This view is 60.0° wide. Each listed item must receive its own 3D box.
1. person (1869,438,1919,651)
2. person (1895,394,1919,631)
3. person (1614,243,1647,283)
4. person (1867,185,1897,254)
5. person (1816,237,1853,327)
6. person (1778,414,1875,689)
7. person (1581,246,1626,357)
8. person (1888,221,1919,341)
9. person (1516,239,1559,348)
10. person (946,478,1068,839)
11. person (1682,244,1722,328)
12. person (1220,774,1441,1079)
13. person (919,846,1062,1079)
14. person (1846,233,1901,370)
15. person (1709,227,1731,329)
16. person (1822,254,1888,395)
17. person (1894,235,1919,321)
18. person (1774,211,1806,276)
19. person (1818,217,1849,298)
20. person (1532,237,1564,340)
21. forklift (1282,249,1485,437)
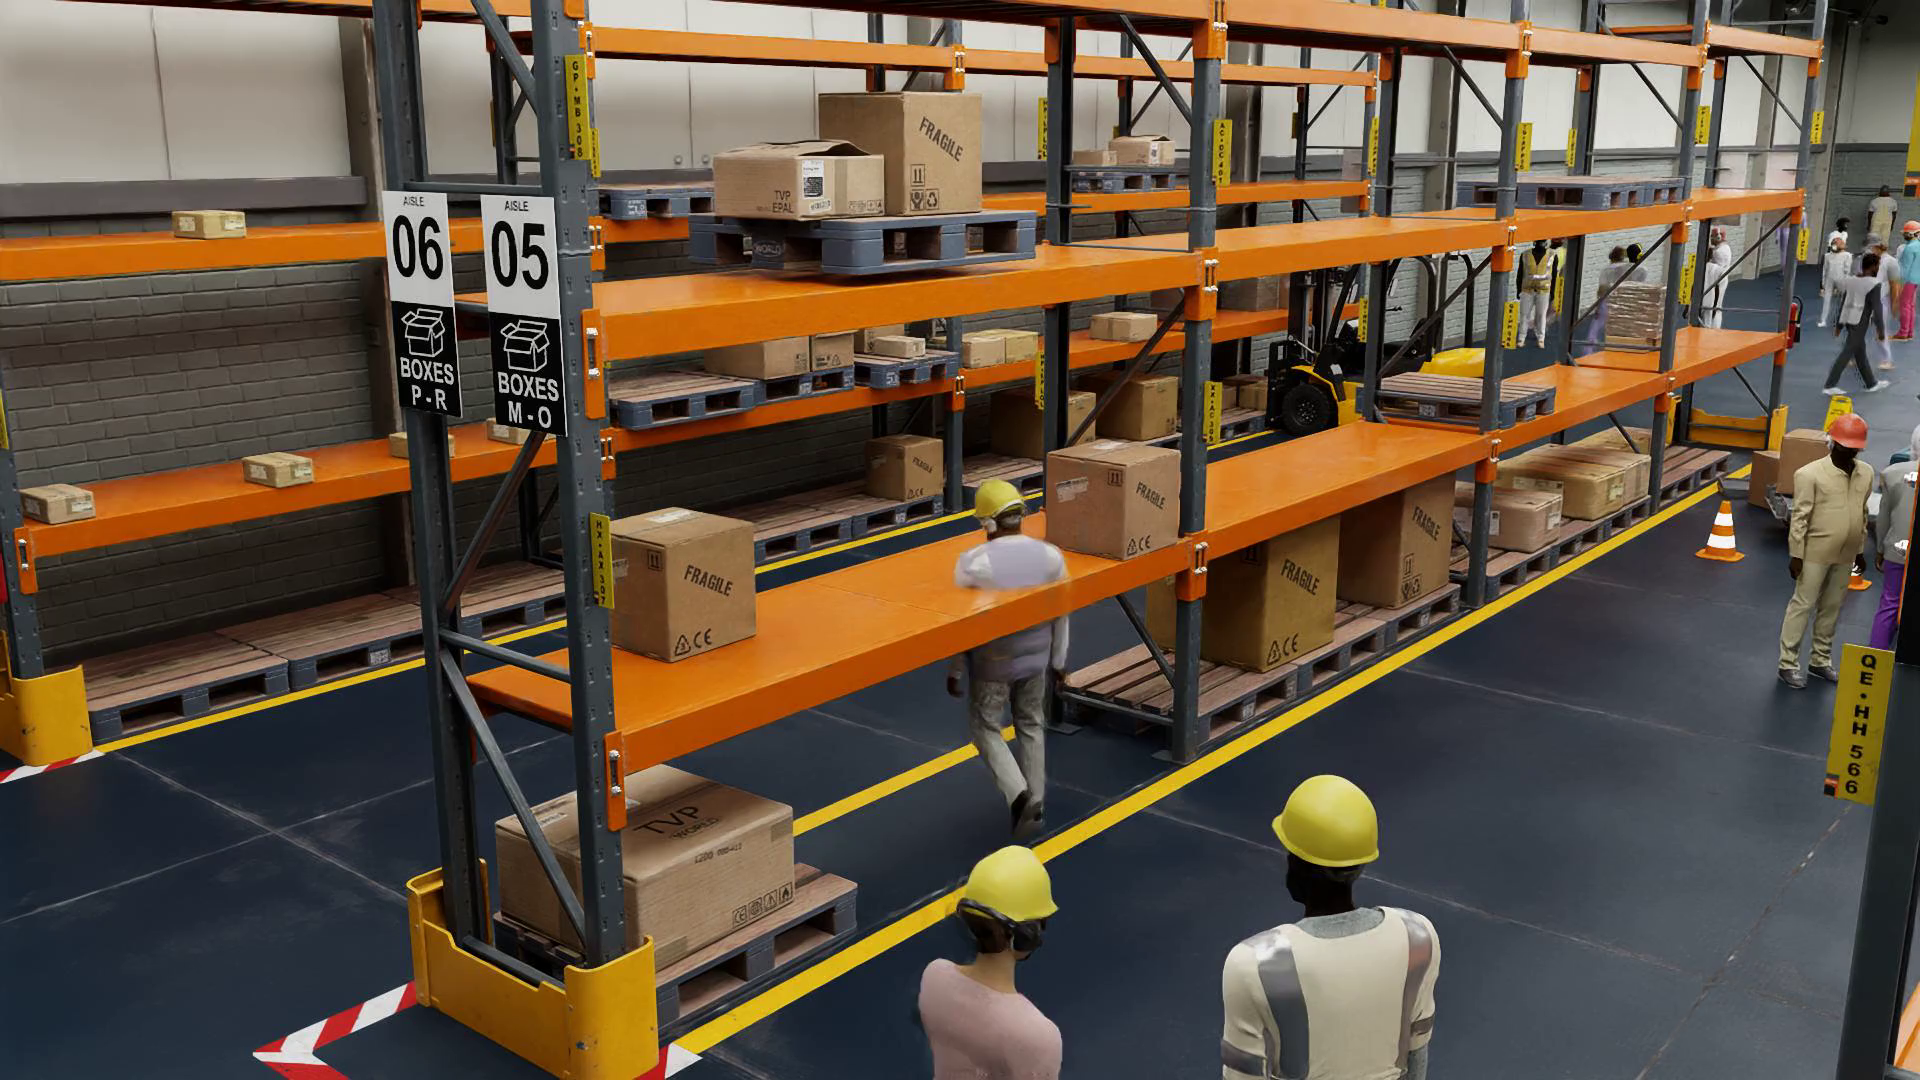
[{"bbox_3d":[5.987,0.082,10.349,0.340,1.746,0.569,-11,18,-39],"label":"person"},{"bbox_3d":[6.714,-0.236,11.594,0.317,1.769,0.522,6,15,24],"label":"person"},{"bbox_3d":[9.687,-3.354,24.074,0.330,1.874,0.518,-13,19,-43],"label":"person"},{"bbox_3d":[24.868,-8.562,44.928,0.683,2.000,0.538,5,15,21],"label":"person"},{"bbox_3d":[15.752,-4.644,29.899,0.504,1.590,0.836,12,18,41],"label":"person"},{"bbox_3d":[5.447,0.068,10.397,0.573,1.743,0.344,-4,14,-15],"label":"person"},{"bbox_3d":[9.519,-3.405,24.461,0.618,1.811,0.394,-4,14,-16],"label":"person"},{"bbox_3d":[15.817,-4.319,27.780,0.405,1.987,0.608,12,18,40],"label":"person"},{"bbox_3d":[9.306,-4.032,26.888,0.633,1.846,0.429,5,15,21],"label":"person"},{"bbox_3d":[0.259,0.602,8.117,0.643,1.798,0.586,-6,15,-24],"label":"person"},{"bbox_3d":[10.822,-3.398,24.308,0.507,1.846,0.345,-2,14,-6],"label":"person"},{"bbox_3d":[0.890,1.505,4.170,0.588,1.930,0.364,-5,15,-21],"label":"person"},{"bbox_3d":[0.076,1.613,4.132,0.448,1.738,0.528,-12,18,-40],"label":"person"},{"bbox_3d":[13.405,-3.536,24.466,0.557,2.000,0.792,-10,17,-35],"label":"person"},{"bbox_3d":[12.455,-4.194,27.447,0.397,1.899,0.661,7,16,27],"label":"person"},{"bbox_3d":[11.973,-2.851,22.053,1.016,1.861,0.613,-2,14,-6],"label":"person"},{"bbox_3d":[17.381,-4.868,30.510,0.382,1.733,0.585,-8,16,-31],"label":"person"},{"bbox_3d":[20.002,-7.289,40.087,0.682,1.908,0.628,7,15,26],"label":"person"},{"bbox_3d":[18.327,-5.919,34.876,0.609,1.691,0.340,-7,16,-27],"label":"person"},{"bbox_3d":[9.800,-4.275,27.939,0.751,1.826,0.437,-7,16,-27],"label":"person"},{"bbox_3d":[4.886,-2.214,18.767,2.313,2.155,1.214,11,18,38],"label":"forklift"}]
